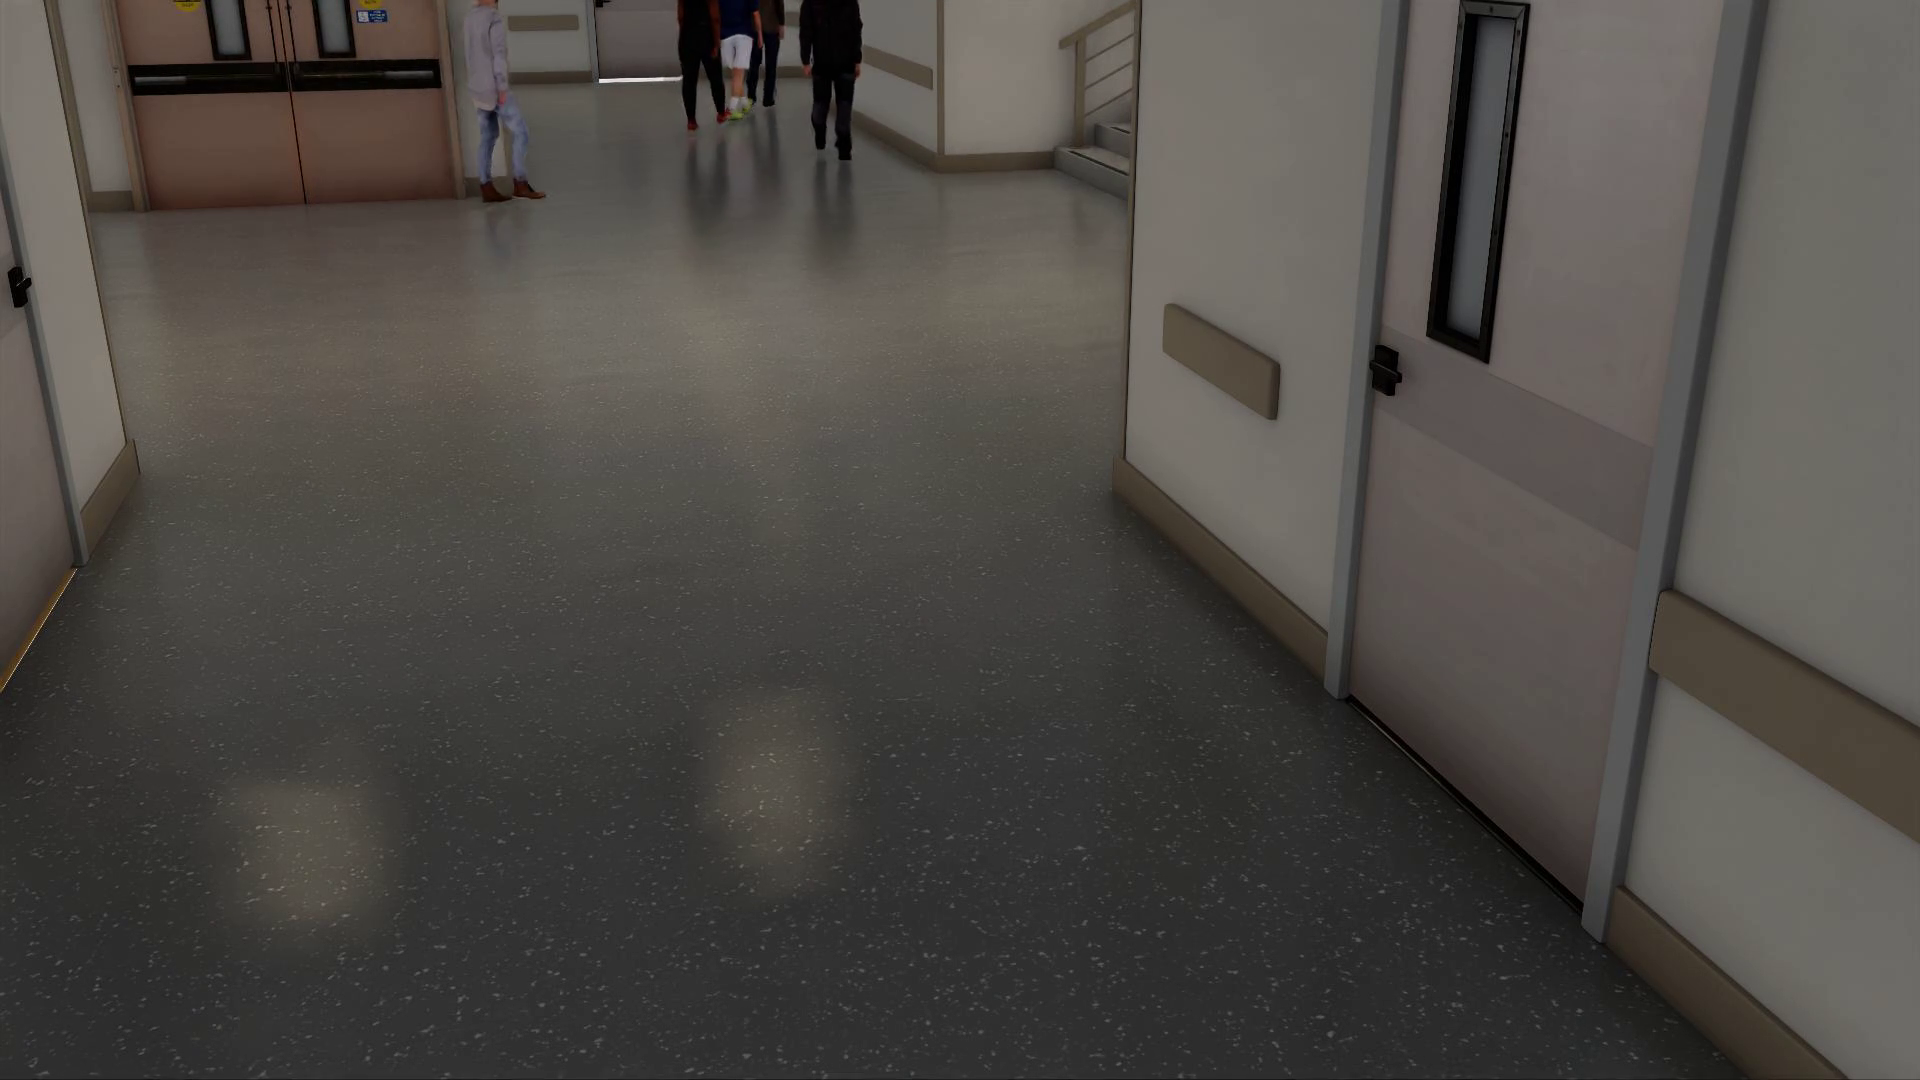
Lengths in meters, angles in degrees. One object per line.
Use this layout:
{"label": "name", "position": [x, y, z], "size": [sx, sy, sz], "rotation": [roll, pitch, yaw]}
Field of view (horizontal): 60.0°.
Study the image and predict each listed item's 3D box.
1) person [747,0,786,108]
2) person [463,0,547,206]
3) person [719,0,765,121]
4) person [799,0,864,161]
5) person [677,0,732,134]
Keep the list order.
{"label": "person", "position": [-2.376, -6.144, 19.955], "size": [0.900, 1.872, 0.902], "rotation": [3, 21, 7]}
{"label": "person", "position": [-3.823, -3.603, 13.323], "size": [0.861, 1.818, 0.913], "rotation": [16, 26, 37]}
{"label": "person", "position": [-2.513, -5.573, 18.568], "size": [1.212, 1.787, 1.088], "rotation": [5, 21, 12]}
{"label": "person", "position": [-1.224, -4.567, 15.827], "size": [0.881, 1.846, 0.853], "rotation": [-4, 21, -11]}
{"label": "person", "position": [-2.792, -5.199, 17.612], "size": [1.205, 1.764, 1.067], "rotation": [3, 21, 8]}
